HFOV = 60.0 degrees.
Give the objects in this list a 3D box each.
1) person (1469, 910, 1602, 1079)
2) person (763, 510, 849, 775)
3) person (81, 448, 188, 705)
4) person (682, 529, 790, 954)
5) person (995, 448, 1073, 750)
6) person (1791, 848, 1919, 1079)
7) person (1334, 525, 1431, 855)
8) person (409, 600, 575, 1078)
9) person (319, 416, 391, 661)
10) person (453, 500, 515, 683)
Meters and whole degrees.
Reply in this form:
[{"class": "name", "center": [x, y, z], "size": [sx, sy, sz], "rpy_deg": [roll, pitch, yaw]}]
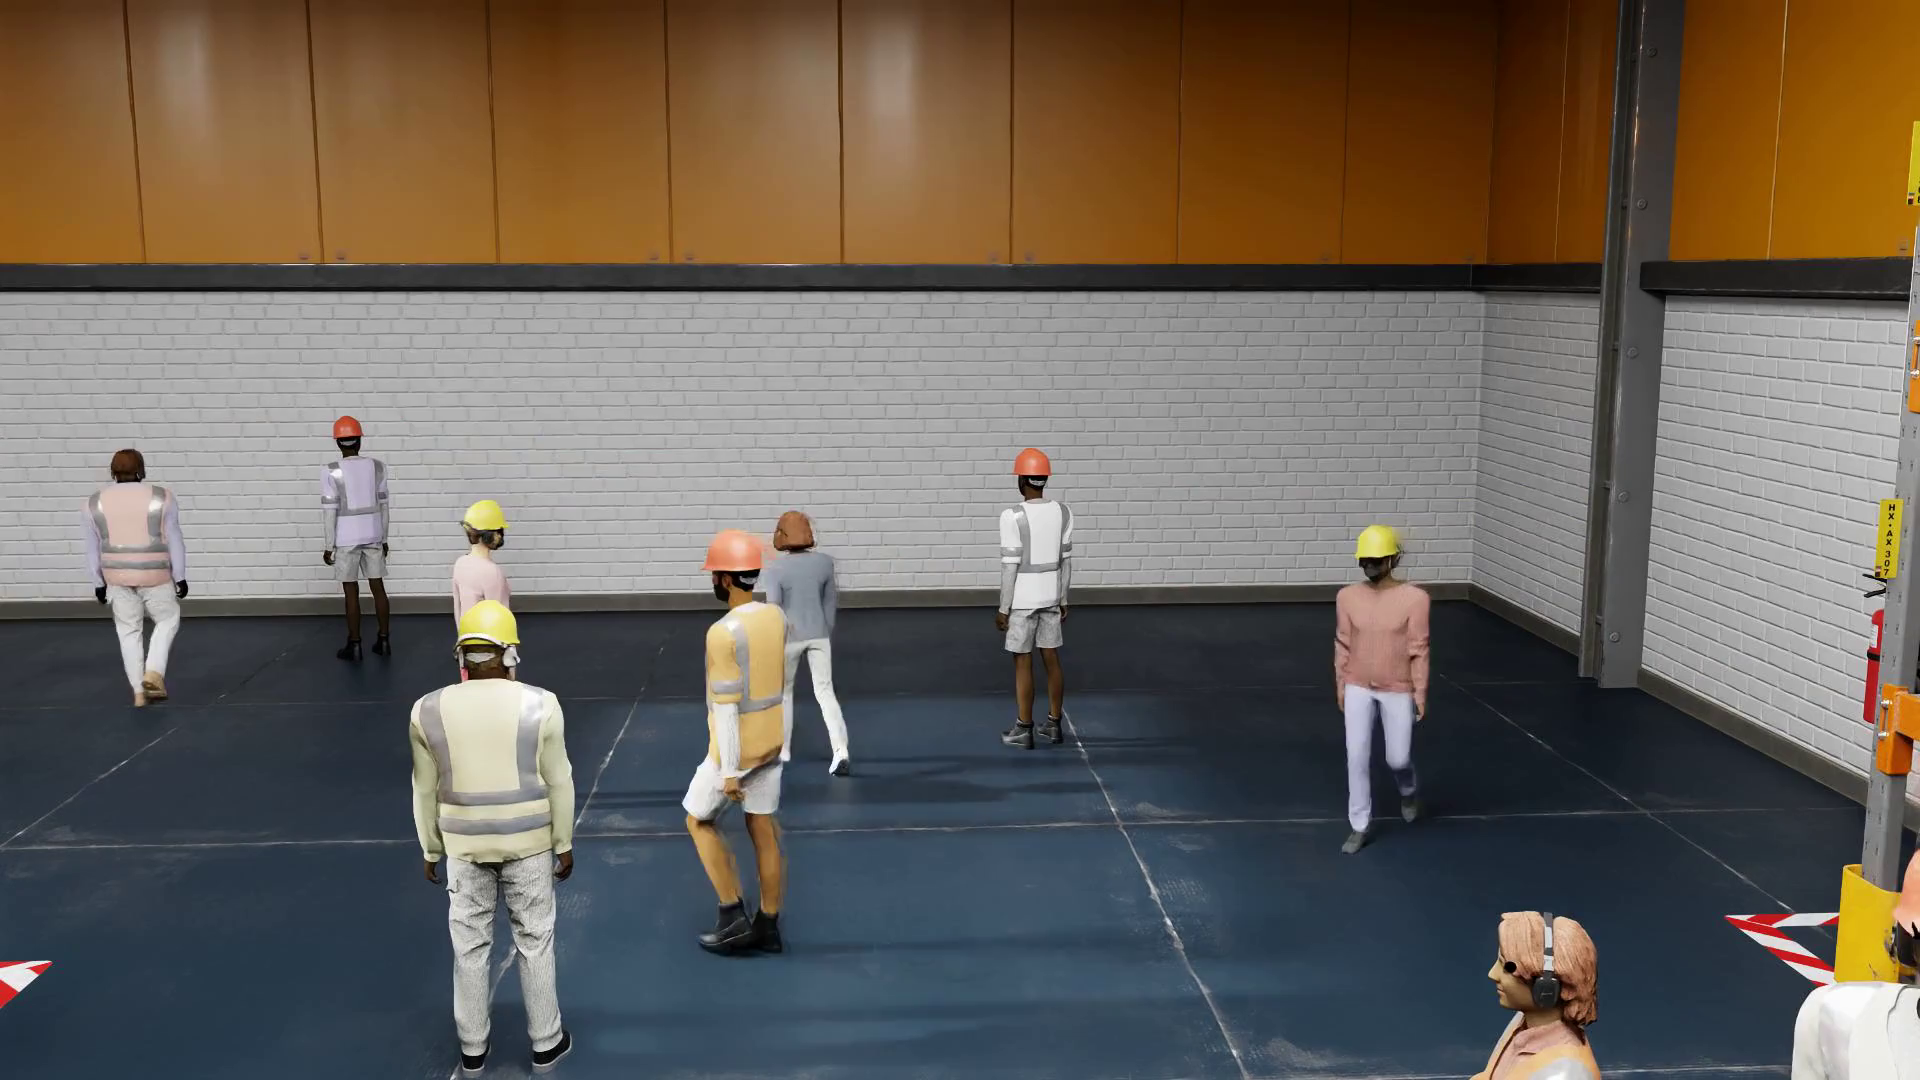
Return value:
[{"class": "person", "center": [1.293, 1.627, 3.758], "size": [0.306, 1.640, 0.523], "rpy_deg": [2, 9, 11]}, {"class": "person", "center": [-0.925, 0.626, 10.170], "size": [0.503, 1.601, 0.776], "rpy_deg": [-5, 10, -29]}, {"class": "person", "center": [-5.773, 0.269, 11.683], "size": [0.650, 1.830, 0.444], "rpy_deg": [-2, 9, -12]}, {"class": "person", "center": [-0.993, 0.905, 7.416], "size": [0.505, 1.919, 0.554], "rpy_deg": [6, 11, 33]}, {"class": "person", "center": [0.458, 0.374, 10.689], "size": [0.553, 1.935, 0.364], "rpy_deg": [-6, 11, -33]}, {"class": "person", "center": [1.813, 1.525, 3.119], "size": [0.364, 2.048, 0.611], "rpy_deg": [-8, 12, -42]}, {"class": "person", "center": [2.244, 0.767, 8.822], "size": [0.526, 1.744, 0.580], "rpy_deg": [5, 10, 30]}, {"class": "person", "center": [-1.749, 1.132, 6.295], "size": [0.589, 1.822, 0.403], "rpy_deg": [-1, 9, -5]}, {"class": "person", "center": [-4.775, -0.013, 13.138], "size": [0.546, 1.934, 0.376], "rpy_deg": [-8, 12, -42]}, {"class": "person", "center": [-2.683, 0.651, 9.492], "size": [0.328, 1.766, 0.531], "rpy_deg": [-8, 12, -43]}]
